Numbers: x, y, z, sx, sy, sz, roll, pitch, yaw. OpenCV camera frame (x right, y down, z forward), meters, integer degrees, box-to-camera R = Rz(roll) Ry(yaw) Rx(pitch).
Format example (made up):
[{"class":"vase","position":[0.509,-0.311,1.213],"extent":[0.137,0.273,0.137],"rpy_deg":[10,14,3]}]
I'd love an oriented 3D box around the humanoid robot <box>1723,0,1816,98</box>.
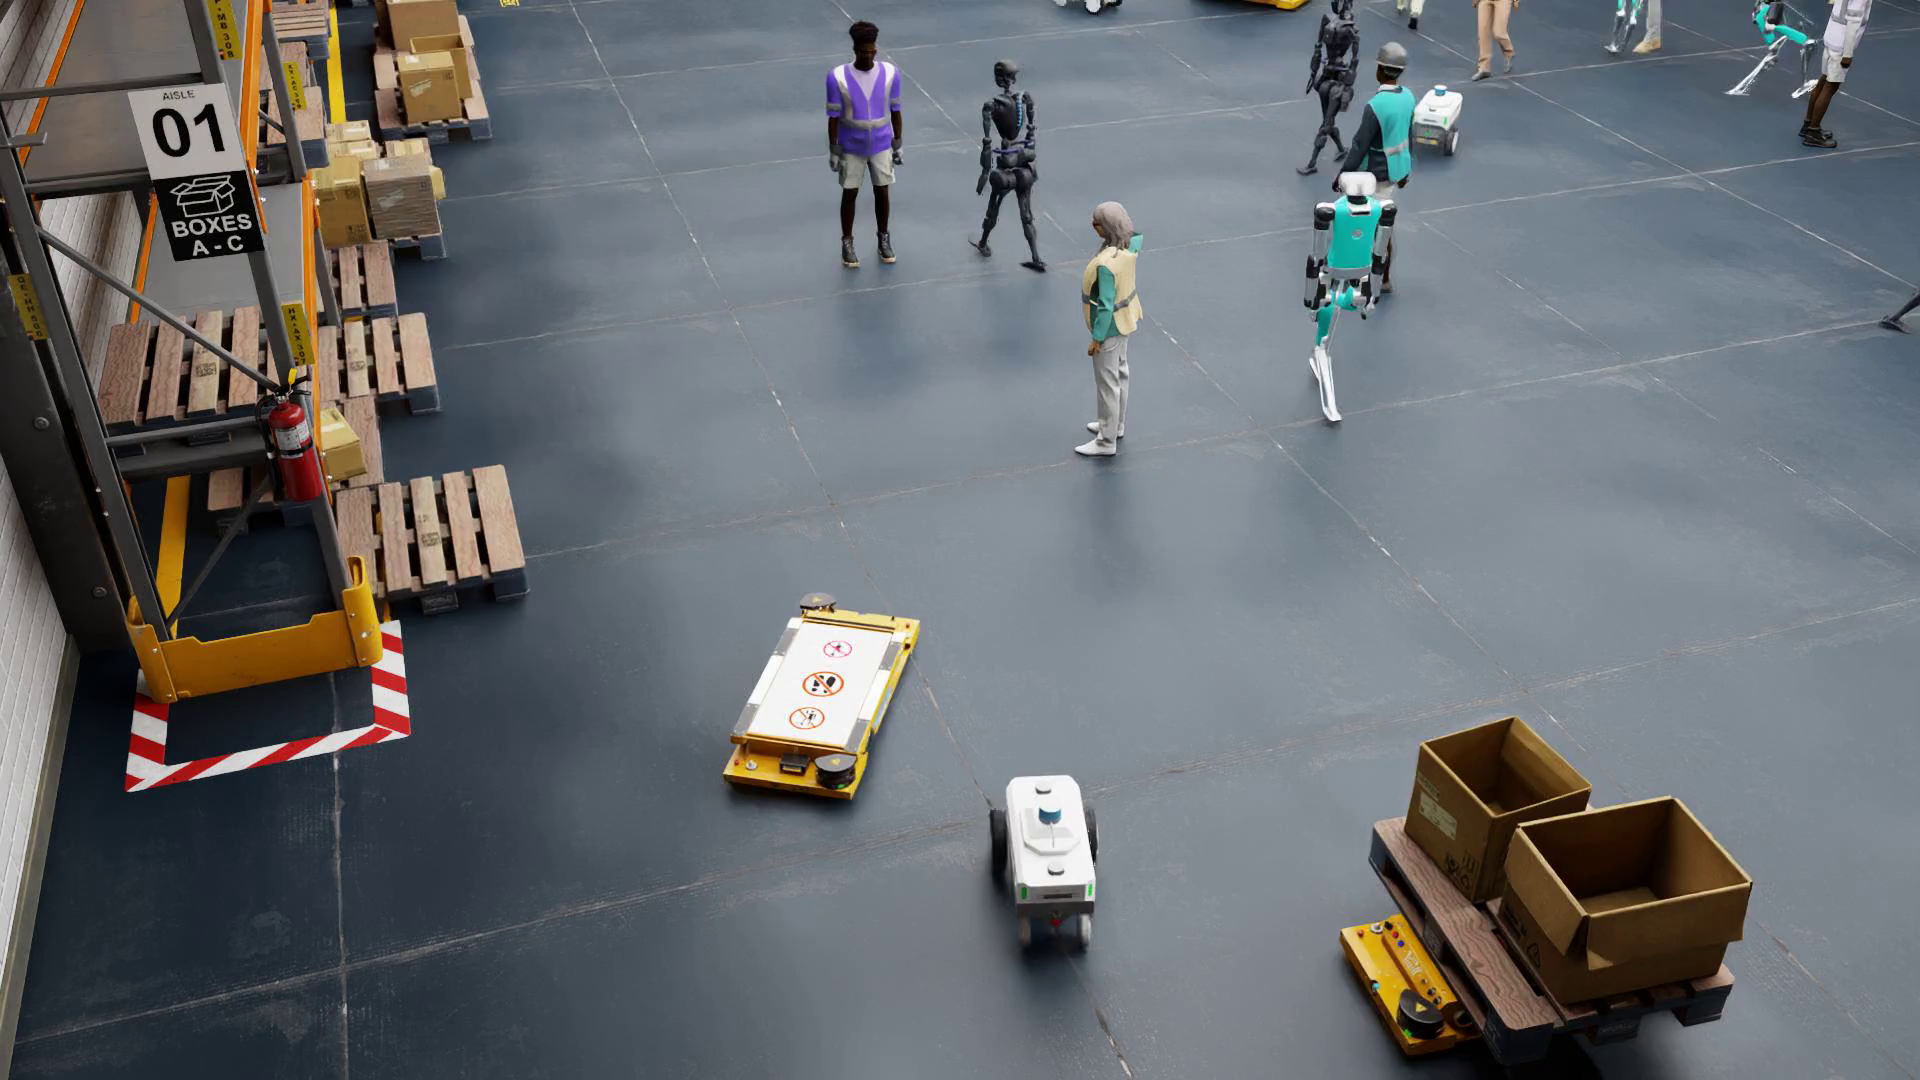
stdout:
[{"class":"humanoid robot","position":[8.357,-5.275,16.621],"extent":[0.980,1.765,0.536],"rpy_deg":[3,33,5]}]

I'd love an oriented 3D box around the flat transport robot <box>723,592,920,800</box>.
[{"class":"flat transport robot","position":[-0.692,0.784,8.655],"extent":[0.659,0.231,1.431],"rpy_deg":[7,34,10]}]

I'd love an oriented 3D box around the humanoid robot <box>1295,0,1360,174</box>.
[{"class":"humanoid robot","position":[3.356,-4.140,14.963],"extent":[0.748,1.626,0.598],"rpy_deg":[-17,37,-24]}]

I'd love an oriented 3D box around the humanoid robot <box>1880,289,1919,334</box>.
[{"class":"humanoid robot","position":[7.233,-2.229,12.022],"extent":[0.622,1.622,0.613],"rpy_deg":[7,34,11]}]

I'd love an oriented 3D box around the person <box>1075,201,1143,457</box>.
[{"class":"person","position":[0.964,-1.334,10.582],"extent":[0.367,1.713,0.463],"rpy_deg":[11,35,17]}]

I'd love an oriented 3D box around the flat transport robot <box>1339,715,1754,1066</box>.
[{"class":"flat transport robot","position":[2.434,1.776,7.134],"extent":[1.431,0.231,0.659],"rpy_deg":[-8,34,-12]}]

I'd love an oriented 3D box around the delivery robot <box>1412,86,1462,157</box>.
[{"class":"delivery robot","position":[4.496,-3.989,15.707],"extent":[0.499,0.587,0.769],"rpy_deg":[15,36,21]}]

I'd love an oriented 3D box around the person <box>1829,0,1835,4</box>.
[{"class":"person","position":[10.420,-7.281,19.631],"extent":[0.385,1.793,0.711],"rpy_deg":[-21,39,-29]}]

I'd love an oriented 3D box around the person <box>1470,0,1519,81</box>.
[{"class":"person","position":[5.497,-5.561,17.115],"extent":[0.582,1.645,0.497],"rpy_deg":[-26,41,-34]}]

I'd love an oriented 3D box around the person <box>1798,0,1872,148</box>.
[{"class":"person","position":[8.215,-4.612,15.416],"extent":[0.384,1.930,0.542],"rpy_deg":[8,34,12]}]

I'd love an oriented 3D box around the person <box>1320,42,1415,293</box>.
[{"class":"person","position":[3.113,-2.817,12.684],"extent":[0.691,1.904,0.518],"rpy_deg":[14,36,20]}]

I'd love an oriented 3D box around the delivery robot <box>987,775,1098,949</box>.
[{"class":"delivery robot","position":[0.395,1.393,7.443],"extent":[0.499,0.576,0.768],"rpy_deg":[-2,33,-3]}]

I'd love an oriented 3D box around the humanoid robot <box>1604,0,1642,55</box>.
[{"class":"humanoid robot","position":[7.213,-5.980,17.768],"extent":[0.577,1.854,0.781],"rpy_deg":[4,33,6]}]

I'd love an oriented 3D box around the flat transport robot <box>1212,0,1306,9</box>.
[{"class":"flat transport robot","position":[3.468,-6.662,20.076],"extent":[1.431,0.231,0.659],"rpy_deg":[17,37,24]}]

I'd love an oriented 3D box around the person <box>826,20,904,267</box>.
[{"class":"person","position":[-0.738,-3.114,13.093],"extent":[0.610,1.957,0.376],"rpy_deg":[-9,34,-13]}]

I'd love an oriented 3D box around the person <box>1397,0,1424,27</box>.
[{"class":"person","position":[5.203,-6.786,18.875],"extent":[0.553,1.794,0.965],"rpy_deg":[7,34,10]}]

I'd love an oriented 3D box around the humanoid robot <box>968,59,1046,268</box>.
[{"class":"humanoid robot","position":[0.392,-2.974,13.176],"extent":[0.596,1.614,0.796],"rpy_deg":[-27,42,-35]}]

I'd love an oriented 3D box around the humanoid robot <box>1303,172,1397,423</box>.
[{"class":"humanoid robot","position":[2.513,-1.721,11.205],"extent":[0.536,1.757,1.051],"rpy_deg":[-3,33,-4]}]

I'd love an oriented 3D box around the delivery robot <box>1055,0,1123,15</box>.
[{"class":"delivery robot","position":[1.528,-6.543,19.644],"extent":[0.799,0.608,0.499],"rpy_deg":[22,39,29]}]

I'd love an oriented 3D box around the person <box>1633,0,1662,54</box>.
[{"class":"person","position":[7.526,-6.200,17.922],"extent":[0.595,1.846,0.493],"rpy_deg":[-12,35,-17]}]
